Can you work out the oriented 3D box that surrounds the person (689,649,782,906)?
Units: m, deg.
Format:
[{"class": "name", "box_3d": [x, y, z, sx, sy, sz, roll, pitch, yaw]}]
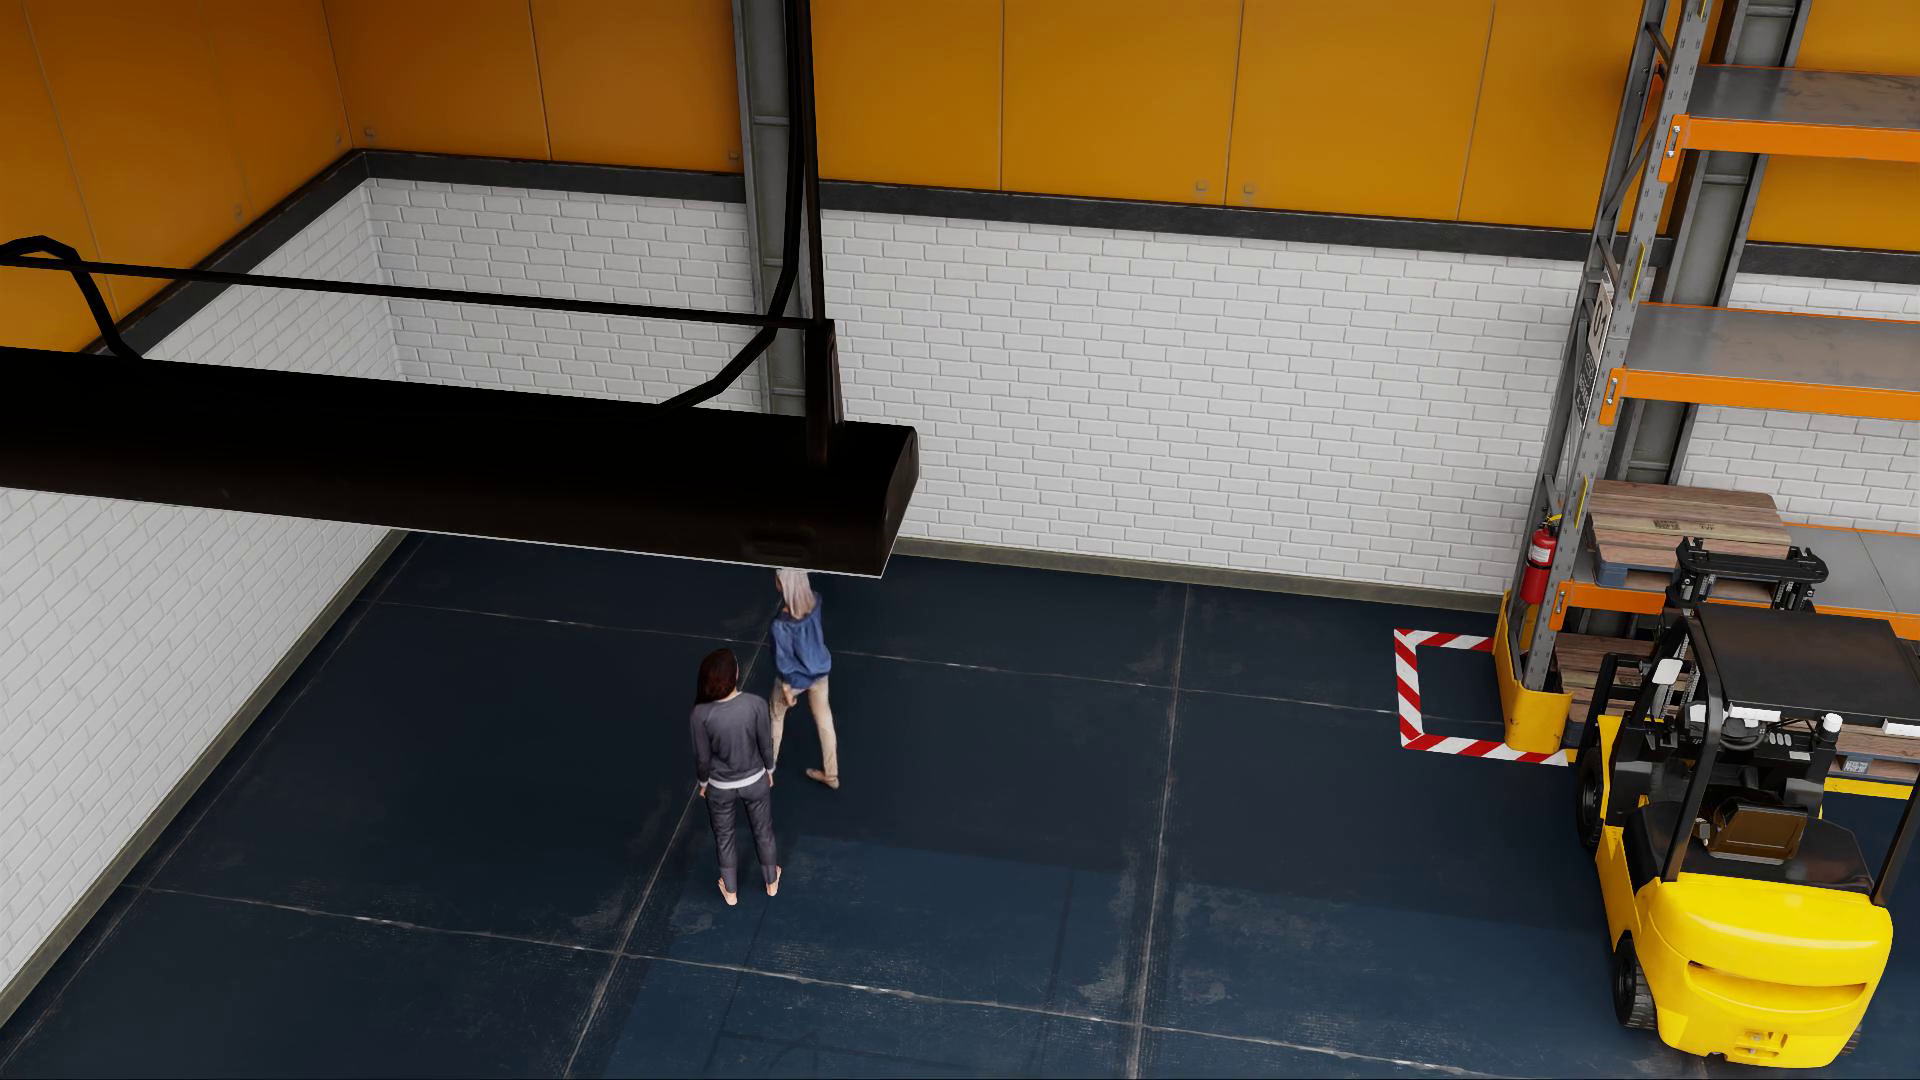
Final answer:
[{"class": "person", "box_3d": [-1.277, 1.365, 9.520, 0.599, 1.771, 0.738, -8, 34, -12]}]

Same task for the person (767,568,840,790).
[{"class": "person", "box_3d": [-0.908, 0.876, 10.351, 1.012, 1.677, 0.856, 23, 40, 30]}]
